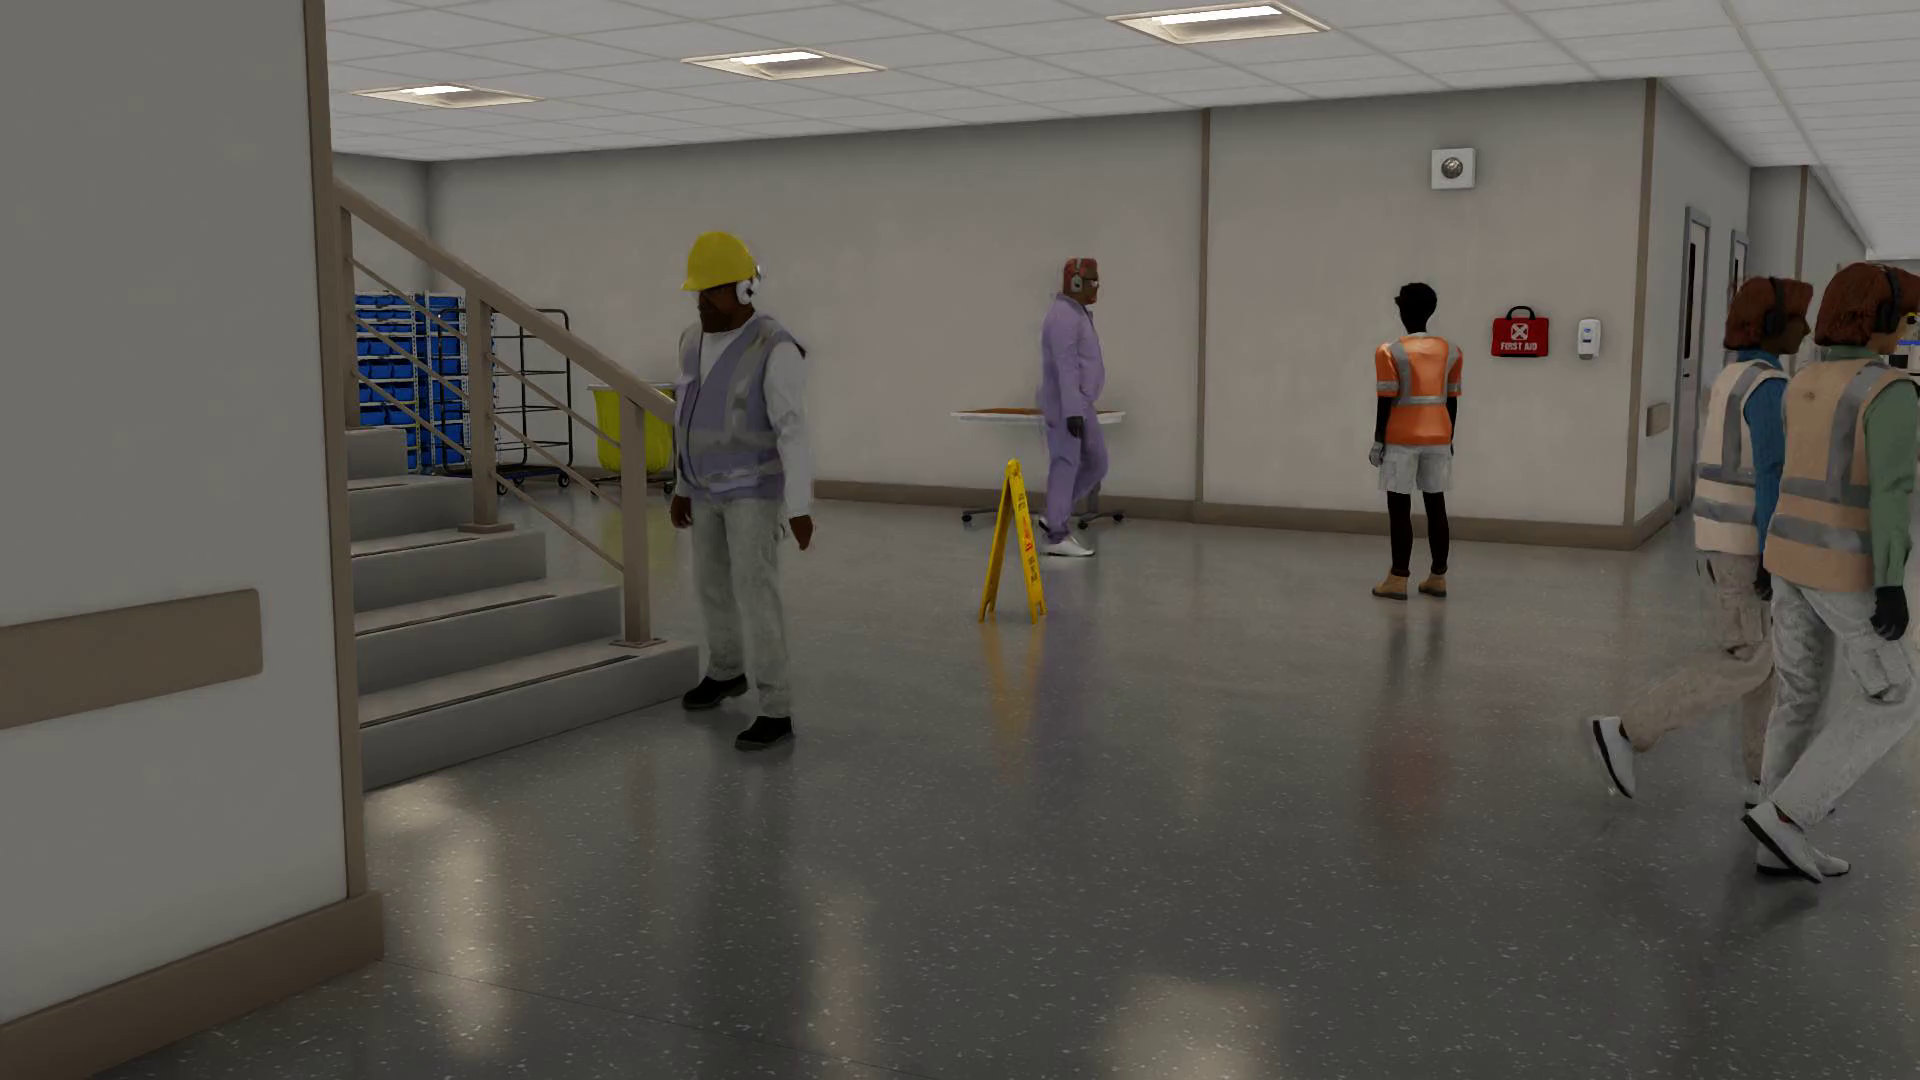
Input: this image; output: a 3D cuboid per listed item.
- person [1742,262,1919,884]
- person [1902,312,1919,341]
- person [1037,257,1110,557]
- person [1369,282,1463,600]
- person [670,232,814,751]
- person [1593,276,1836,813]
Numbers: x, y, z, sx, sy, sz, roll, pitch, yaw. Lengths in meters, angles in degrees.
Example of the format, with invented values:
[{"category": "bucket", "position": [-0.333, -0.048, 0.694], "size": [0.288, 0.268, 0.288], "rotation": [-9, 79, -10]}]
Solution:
[{"category": "person", "position": [2.278, 0.102, 4.311], "size": [0.350, 1.623, 0.553], "rotation": [0, 7, -3]}, {"category": "person", "position": [20.702, -4.135, 36.229], "size": [0.405, 1.823, 0.590], "rotation": [-3, 8, -23]}, {"category": "person", "position": [0.731, -0.828, 10.514], "size": [0.419, 1.894, 0.660], "rotation": [2, 8, 17]}, {"category": "person", "position": [2.433, -0.527, 8.909], "size": [0.540, 1.698, 0.317], "rotation": [-3, 8, -19]}, {"category": "person", "position": [-0.808, -0.187, 5.992], "size": [0.769, 1.790, 0.526], "rotation": [7, 10, 45]}, {"category": "person", "position": [2.287, 0.023, 4.979], "size": [0.651, 1.612, 0.524], "rotation": [2, 8, 14]}]
